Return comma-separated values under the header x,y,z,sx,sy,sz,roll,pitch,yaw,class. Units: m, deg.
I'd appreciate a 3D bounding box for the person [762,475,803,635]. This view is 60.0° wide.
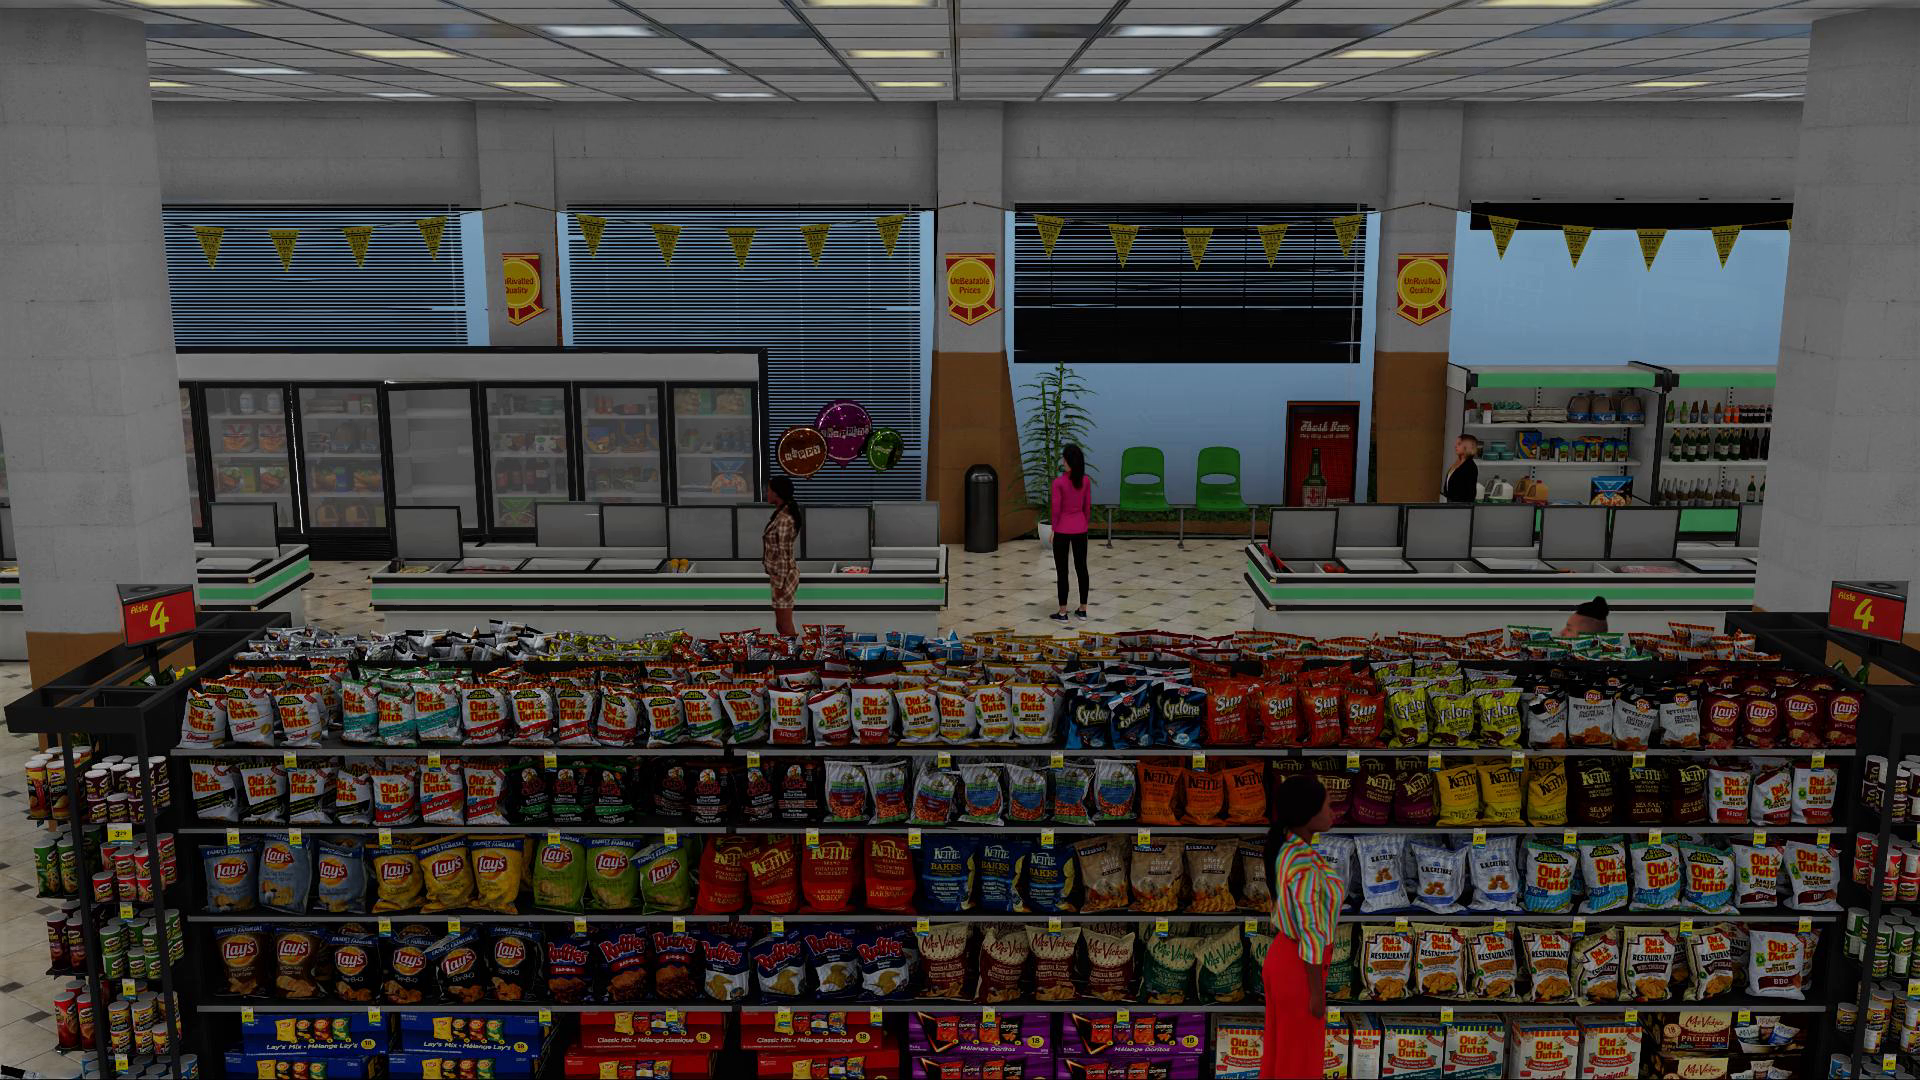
x,y,z,sx,sy,sz,roll,pitch,yaw,class
-1.442,0.349,13.571,0.554,1.794,0.588,-1,12,-3,person

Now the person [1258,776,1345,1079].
x,y,z,sx,sy,sz,roll,pitch,yaw,class
1.345,1.799,6.684,0.568,1.793,0.620,-2,12,-8,person

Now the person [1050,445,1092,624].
x,y,z,sx,sy,sz,roll,pitch,yaw,class
1.056,-0.067,15.779,0.647,1.699,0.738,-6,13,-26,person

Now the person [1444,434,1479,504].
x,y,z,sx,sy,sz,roll,pitch,yaw,class
5.020,-0.233,16.632,0.560,1.671,0.624,-2,12,-7,person
